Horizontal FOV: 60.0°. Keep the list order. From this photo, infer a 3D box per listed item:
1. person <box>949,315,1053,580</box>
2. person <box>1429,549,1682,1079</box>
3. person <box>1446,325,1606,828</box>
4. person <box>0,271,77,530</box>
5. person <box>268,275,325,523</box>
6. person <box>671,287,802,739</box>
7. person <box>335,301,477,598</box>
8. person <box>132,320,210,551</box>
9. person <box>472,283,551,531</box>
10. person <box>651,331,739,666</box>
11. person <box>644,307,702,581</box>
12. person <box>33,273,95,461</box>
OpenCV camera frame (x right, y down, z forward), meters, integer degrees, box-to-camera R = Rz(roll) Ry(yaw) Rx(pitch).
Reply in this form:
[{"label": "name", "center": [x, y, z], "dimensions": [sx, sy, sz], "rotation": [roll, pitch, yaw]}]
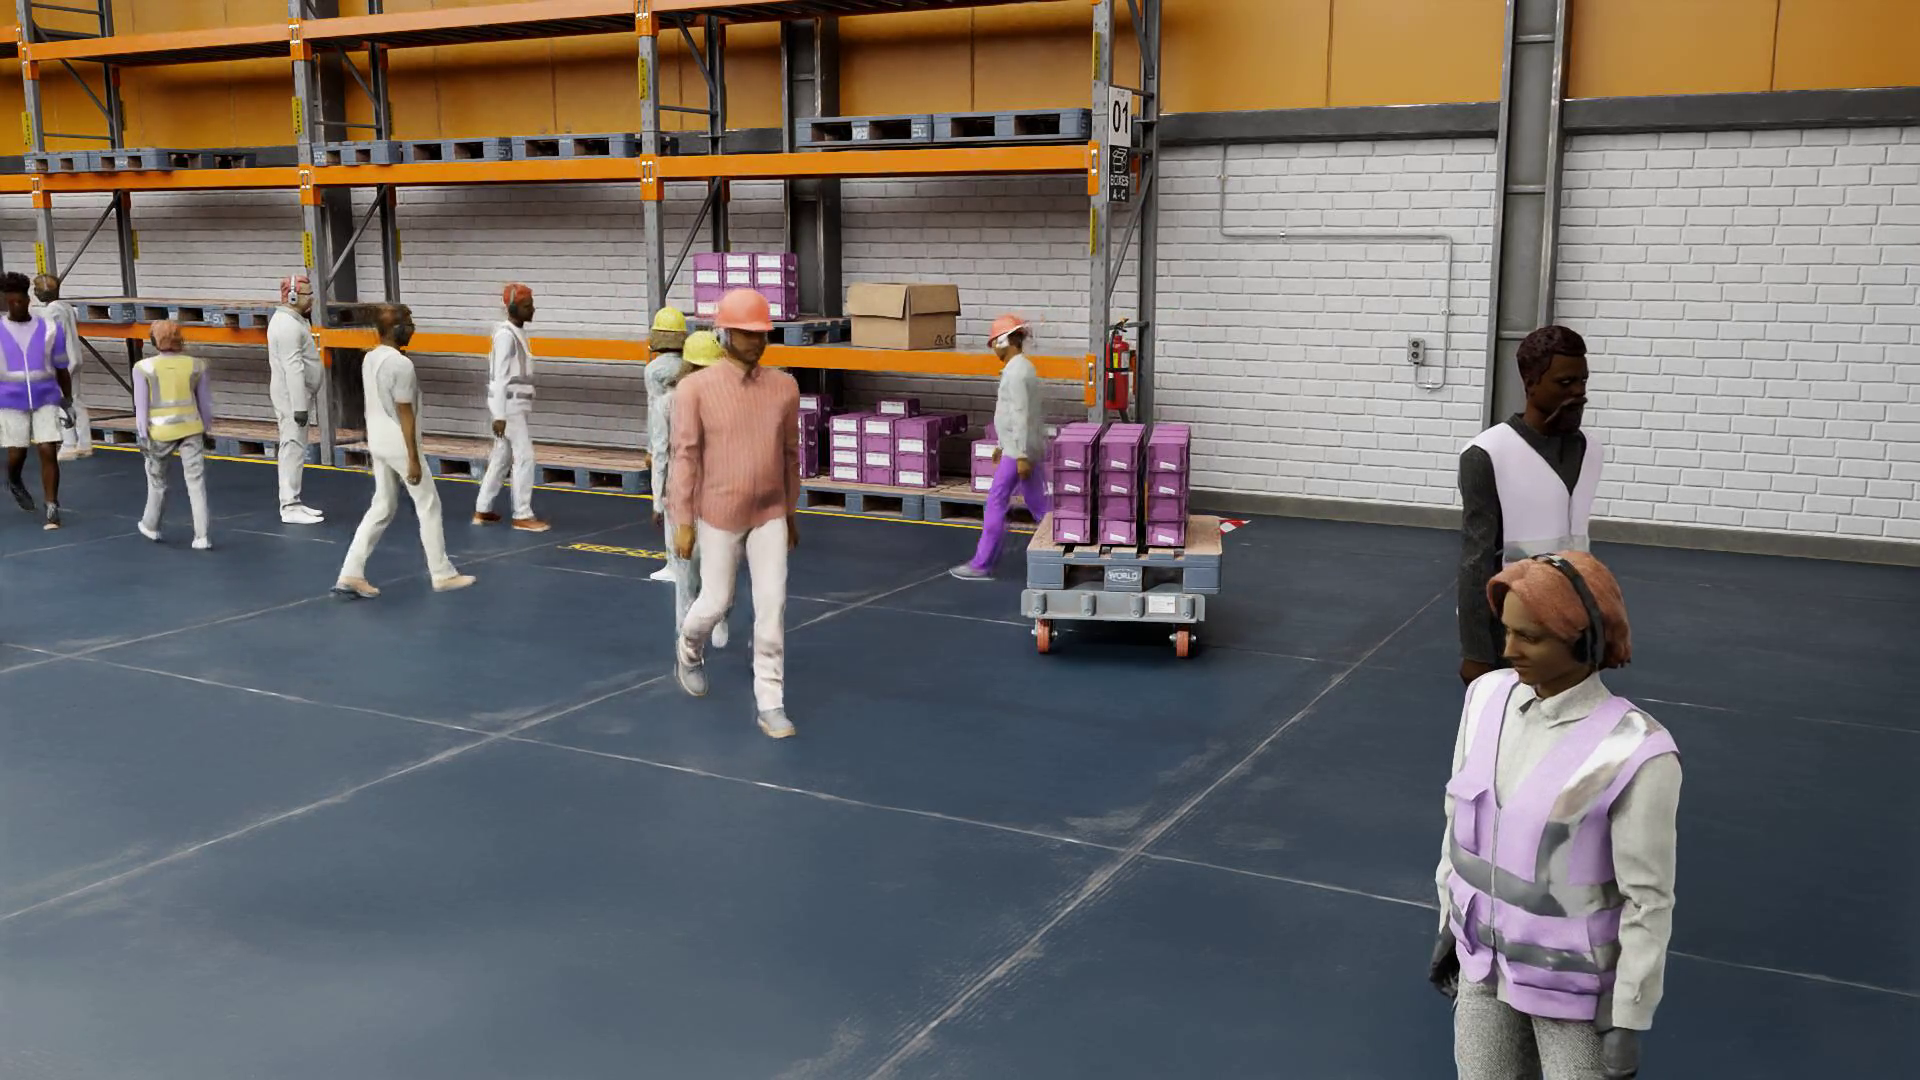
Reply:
[{"label": "person", "center": [0.372, -0.589, 10.673], "dimensions": [0.770, 1.687, 0.568], "rotation": [2, 11, 11]}, {"label": "person", "center": [1.075, 0.819, 3.083], "dimensions": [0.310, 1.640, 0.514], "rotation": [-5, 12, -26]}, {"label": "person", "center": [1.775, 0.284, 5.251], "dimensions": [0.591, 1.918, 0.383], "rotation": [-7, 12, -33]}, {"label": "person", "center": [-7.043, -1.061, 12.554], "dimensions": [0.635, 1.940, 0.649], "rotation": [-7, 12, -32]}, {"label": "person", "center": [-5.086, -1.078, 12.794], "dimensions": [0.398, 1.900, 0.649], "rotation": [-4, 11, -22]}, {"label": "person", "center": [-1.023, -0.144, 7.460], "dimensions": [0.633, 1.975, 0.837], "rotation": [-6, 12, -31]}, {"label": "person", "center": [-3.429, -0.540, 10.079], "dimensions": [0.520, 1.814, 0.866], "rotation": [9, 14, 42]}, {"label": "person", "center": [-5.563, -0.740, 11.727], "dimensions": [0.526, 1.601, 0.811], "rotation": [-9, 14, -40]}, {"label": "person", "center": [-3.411, -0.982, 12.419], "dimensions": [0.632, 1.855, 0.623], "rotation": [-1, 10, -6]}, {"label": "person", "center": [-1.309, -0.210, 8.488], "dimensions": [0.521, 1.723, 0.451], "rotation": [-2, 11, -11]}, {"label": "person", "center": [-1.822, -0.608, 10.620], "dimensions": [0.312, 1.744, 0.487], "rotation": [8, 13, 37]}, {"label": "person", "center": [-8.817, -1.695, 16.343], "dimensions": [0.355, 1.834, 0.525], "rotation": [0, 10, 1]}]
